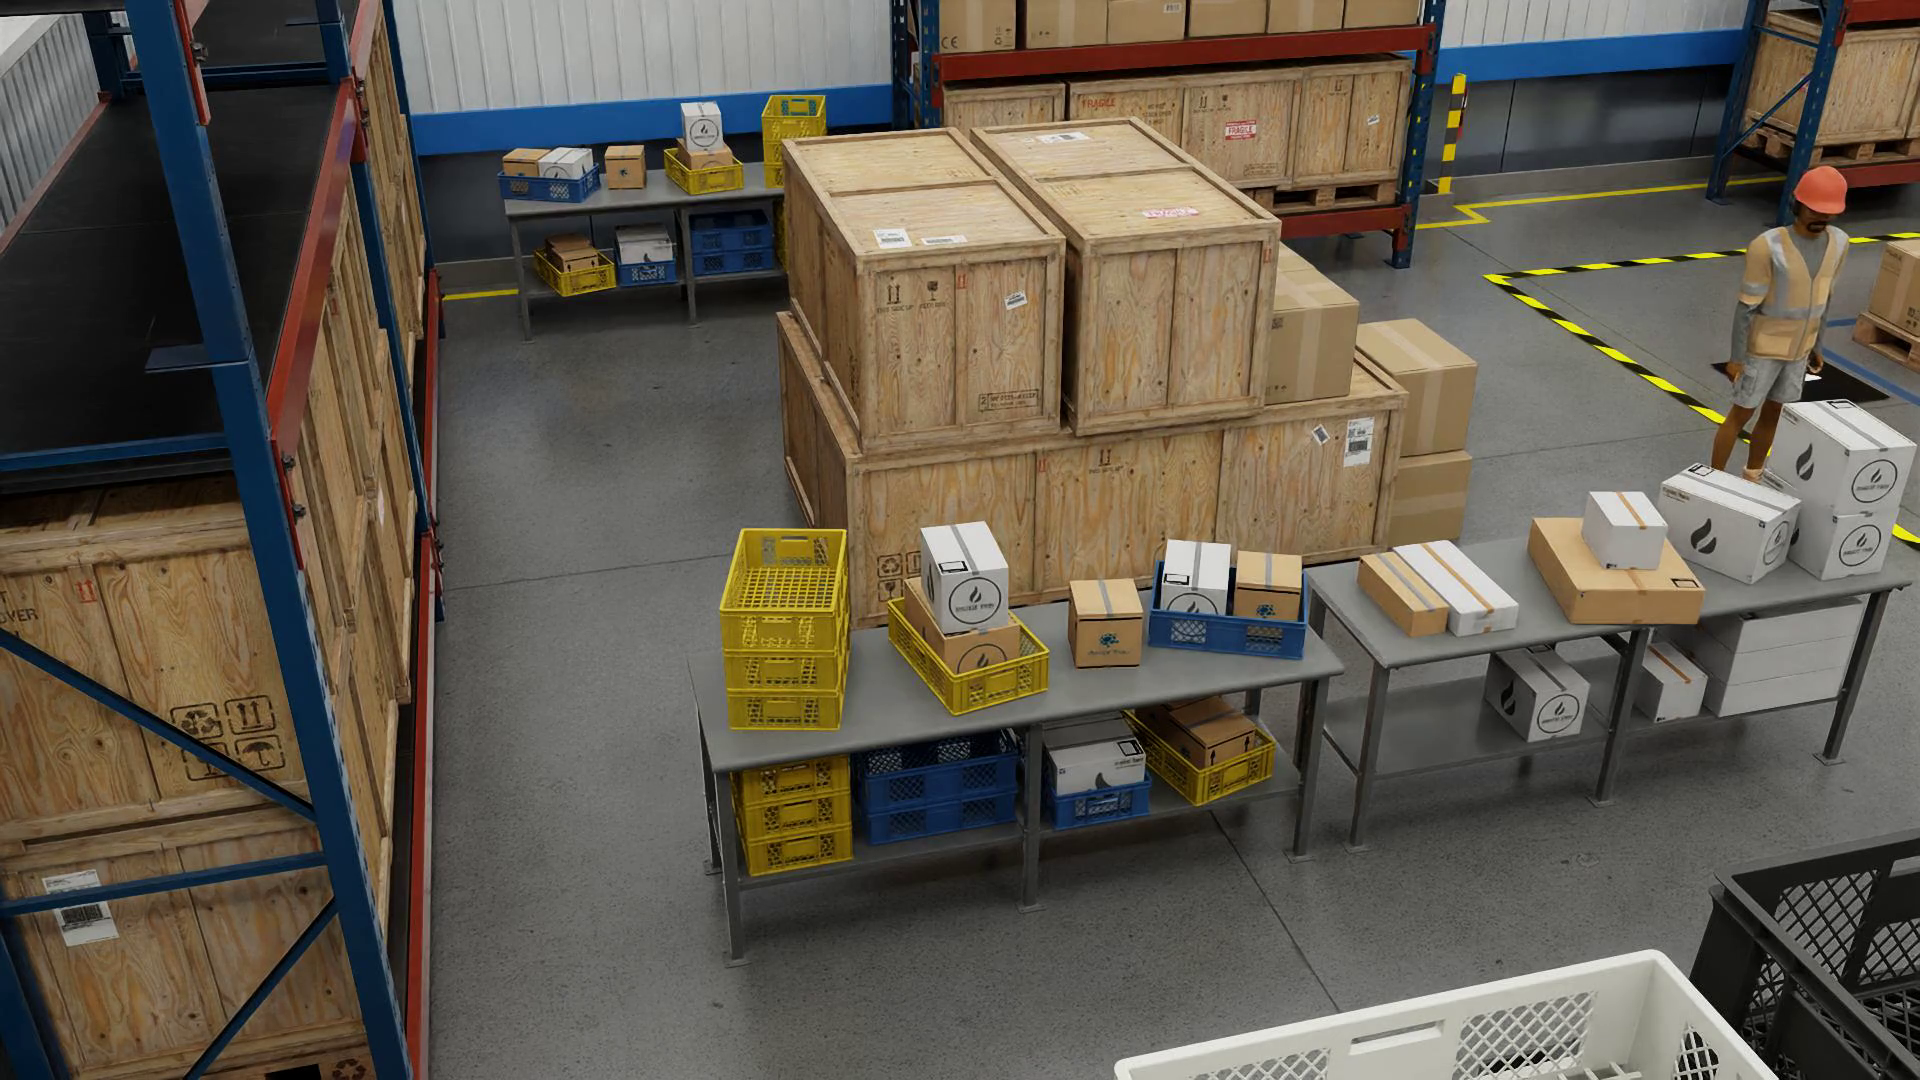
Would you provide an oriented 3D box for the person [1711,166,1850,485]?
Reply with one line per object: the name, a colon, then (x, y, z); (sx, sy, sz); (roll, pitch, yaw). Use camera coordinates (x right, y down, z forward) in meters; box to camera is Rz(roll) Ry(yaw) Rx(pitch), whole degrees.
person: (4.553, -1.070, 9.223); (0.614, 2.040, 0.370); (-8, 30, -14)
